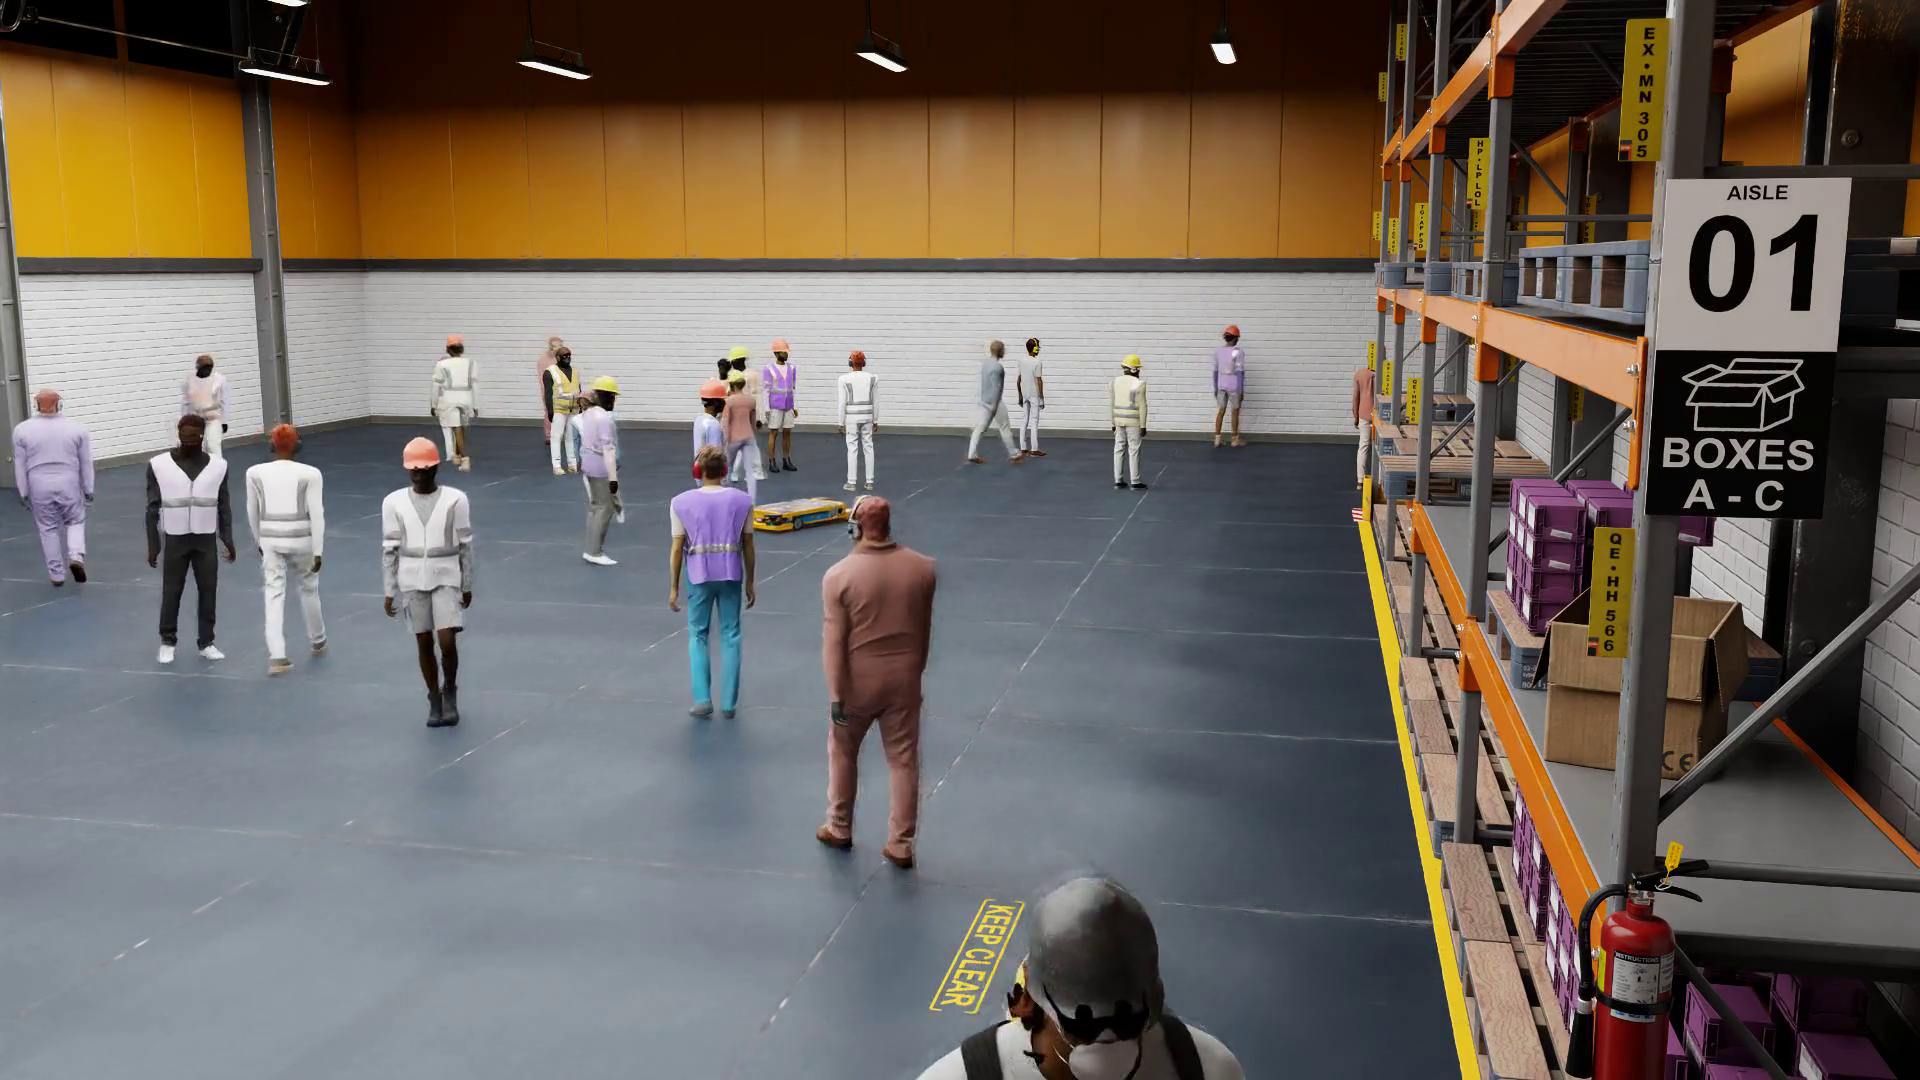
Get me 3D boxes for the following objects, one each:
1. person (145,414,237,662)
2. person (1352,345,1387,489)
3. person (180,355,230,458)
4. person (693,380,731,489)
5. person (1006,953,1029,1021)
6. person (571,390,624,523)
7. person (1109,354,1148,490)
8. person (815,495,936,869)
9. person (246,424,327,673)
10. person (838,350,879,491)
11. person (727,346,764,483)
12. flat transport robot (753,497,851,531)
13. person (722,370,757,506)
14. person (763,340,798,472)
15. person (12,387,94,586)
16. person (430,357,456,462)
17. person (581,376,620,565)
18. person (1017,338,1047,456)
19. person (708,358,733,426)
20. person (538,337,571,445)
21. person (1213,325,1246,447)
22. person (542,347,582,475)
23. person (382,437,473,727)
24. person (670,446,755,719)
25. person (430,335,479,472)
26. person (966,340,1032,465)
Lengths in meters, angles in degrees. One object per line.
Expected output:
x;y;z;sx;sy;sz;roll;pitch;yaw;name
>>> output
-5.910;-0.011;12.760;0.650;1.900;0.444;-7;12;-38;person
5.580;-1.661;22.351;0.622;1.996;0.371;7;11;35;person
-10.275;-1.610;22.658;0.632;1.809;0.527;-1;9;-6;person
-2.350;-0.567;15.947;0.362;1.934;0.551;-5;10;-26;person
0.175;1.598;3.307;0.635;1.810;0.587;1;9;5;person
-4.099;-0.904;18.911;0.562;1.617;0.560;2;10;11;person
2.280;-1.583;22.389;0.591;1.829;0.404;8;13;41;person
-0.458;0.700;8.517;0.647;1.875;0.811;-5;10;-25;person
-5.085;0.043;12.589;0.582;1.837;0.971;-1;10;-8;person
-1.363;-1.599;22.323;0.576;1.882;0.355;-4;10;-22;person
-3.093;-1.726;23.056;0.857;1.887;0.602;-5;11;-27;person
-1.896;-0.310;19.403;0.652;0.197;1.431;7;12;38;flat transport robot
-2.783;-1.245;20.645;0.541;1.718;0.883;-8;12;-38;person
-2.605;-1.957;24.311;0.552;1.936;0.362;-7;12;-36;person
-8.486;-0.486;15.603;0.645;1.892;0.463;-5;11;-28;person
-7.919;-2.018;25.697;0.520;1.604;0.795;-5;11;-29;person
-3.631;-0.700;16.840;0.475;1.908;0.670;-6;11;-32;person
1.133;-2.255;26.319;0.532;1.868;0.310;9;13;44;person
-3.502;-1.841;24.415;0.600;1.667;0.382;4;10;24;person
-6.665;-2.438;27.536;0.656;1.832;1.001;-8;13;-42;person
4.470;-2.550;27.598;0.429;2.041;0.622;-9;13;-44;person
-5.712;-1.870;24.080;0.429;1.845;0.621;8;12;41;person
-3.468;0.289;10.829;0.557;1.916;0.500;-2;10;-10;person
-1.656;0.293;11.161;0.575;1.819;0.448;-3;10;-16;person
-7.435;-2.013;24.499;0.636;1.989;1.039;-7;12;-37;person
0.567;-2.063;25.098;1.038;1.881;0.651;-4;10;-21;person
